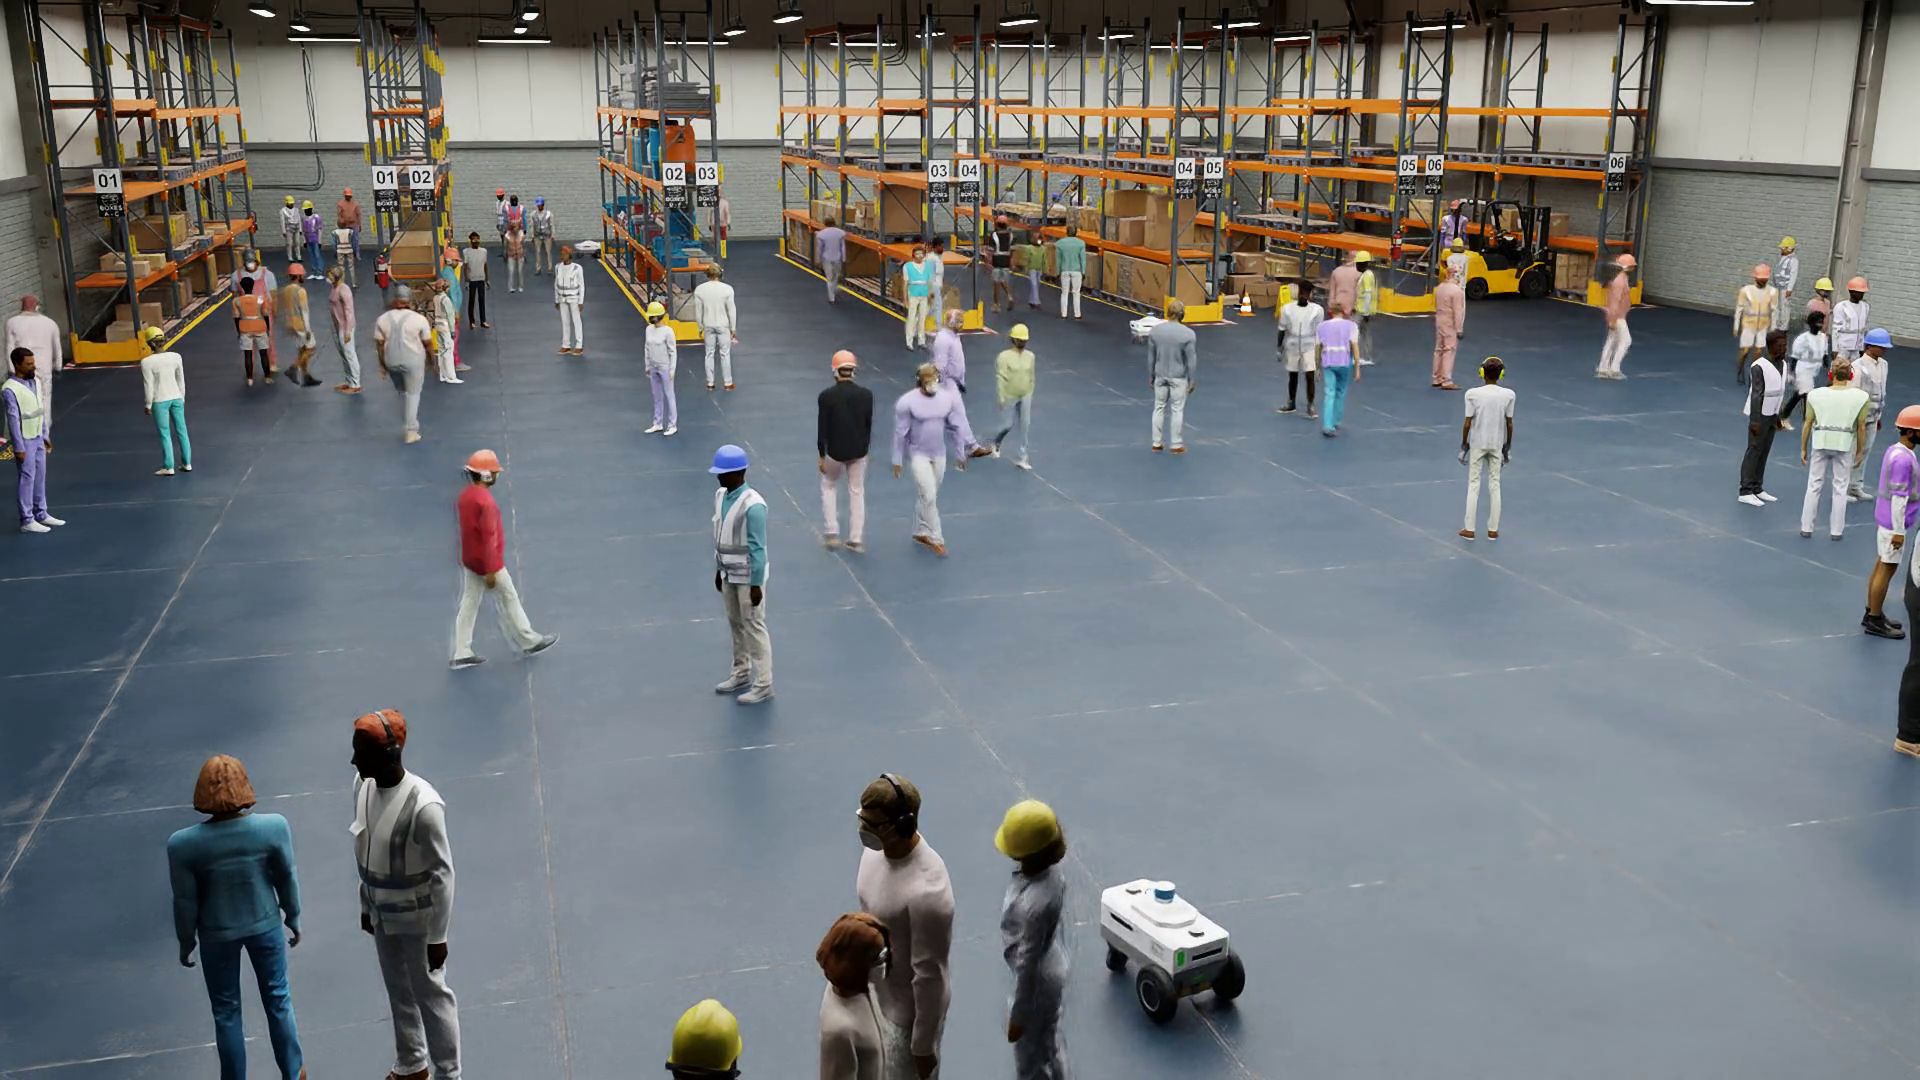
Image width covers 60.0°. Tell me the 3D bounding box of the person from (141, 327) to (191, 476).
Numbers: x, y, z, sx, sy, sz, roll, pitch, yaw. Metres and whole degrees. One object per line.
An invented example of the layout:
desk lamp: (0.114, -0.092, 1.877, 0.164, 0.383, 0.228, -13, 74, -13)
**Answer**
person: (-9.395, -1.639, 19.647, 0.322, 1.761, 0.522, 8, 17, 29)

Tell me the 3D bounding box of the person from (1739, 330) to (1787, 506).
person: (8.832, -1.352, 18.260, 0.593, 1.920, 0.391, -12, 19, -39)

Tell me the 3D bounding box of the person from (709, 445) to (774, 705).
person: (-1.622, 0.247, 12.215, 0.424, 1.940, 0.612, -11, 18, -35)

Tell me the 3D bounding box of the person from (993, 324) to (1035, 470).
person: (0.657, -1.746, 20.052, 0.536, 1.750, 0.603, -7, 17, -26)

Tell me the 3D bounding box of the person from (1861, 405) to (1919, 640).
person: (7.749, -0.157, 13.724, 0.356, 1.936, 0.551, 7, 16, 24)

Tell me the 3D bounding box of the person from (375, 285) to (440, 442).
person: (-7.179, -2.344, 21.757, 0.701, 2.000, 0.917, 3, 15, 10)

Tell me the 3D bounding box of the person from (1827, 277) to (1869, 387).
person: (12.502, -2.723, 23.382, 0.551, 1.937, 0.357, -4, 16, -16)

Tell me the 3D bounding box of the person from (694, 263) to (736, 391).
person: (-3.695, -3.219, 25.244, 0.627, 1.941, 0.371, 2, 15, 7)

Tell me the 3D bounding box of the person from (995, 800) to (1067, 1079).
person: (0.314, 1.802, 6.816, 0.307, 1.706, 0.654, 2, 15, 9)

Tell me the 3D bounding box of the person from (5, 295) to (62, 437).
person: (-12.099, -2.256, 21.779, 0.674, 1.858, 0.602, -11, 18, -34)

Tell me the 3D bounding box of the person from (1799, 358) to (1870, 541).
person: (8.760, -0.899, 16.720, 0.561, 1.837, 0.388, 8, 17, 28)

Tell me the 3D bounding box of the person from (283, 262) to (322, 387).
person: (-10.164, -3.284, 25.522, 0.560, 1.923, 0.547, 11, 19, 36)

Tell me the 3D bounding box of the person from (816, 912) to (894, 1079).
person: (-0.374, 2.073, 5.919, 0.285, 1.631, 0.502, 1, 15, 4)

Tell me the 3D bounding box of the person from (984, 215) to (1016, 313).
person: (0.854, -5.693, 34.400, 0.655, 2.016, 0.545, -8, 17, -29)

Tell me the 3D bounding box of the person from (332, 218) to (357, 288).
person: (-14.422, -6.724, 39.002, 0.514, 1.645, 0.308, -7, 16, -24)

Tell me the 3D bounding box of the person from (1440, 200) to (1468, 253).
person: (11.589, -6.949, 39.081, 0.608, 2.044, 0.370, 1, 15, 5)

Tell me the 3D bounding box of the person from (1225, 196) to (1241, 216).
person: (7.827, -9.034, 47.712, 0.509, 1.632, 0.268, -5, 16, -19)

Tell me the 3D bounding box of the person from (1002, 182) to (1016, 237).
person: (1.600, -10.648, 53.587, 0.491, 1.747, 0.321, 8, 17, 29)

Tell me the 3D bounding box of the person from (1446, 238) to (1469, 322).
person: (9.581, -4.960, 32.170, 0.483, 1.745, 0.306, -6, 16, -20)

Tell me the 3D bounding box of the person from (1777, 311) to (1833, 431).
person: (11.242, -2.200, 21.966, 0.545, 1.637, 0.906, -8, 17, -28)

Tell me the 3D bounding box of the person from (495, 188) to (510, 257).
person: (-12.803, -8.878, 46.570, 0.550, 1.930, 0.398, 12, 19, 39)

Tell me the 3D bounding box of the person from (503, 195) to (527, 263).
person: (-12.036, -8.420, 45.031, 0.619, 1.836, 0.430, -4, 15, -14)

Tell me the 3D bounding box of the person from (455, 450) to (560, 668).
person: (-3.646, 0.129, 13.071, 0.871, 1.704, 0.598, -12, 19, -38)

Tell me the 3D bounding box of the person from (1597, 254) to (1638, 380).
person: (10.452, -3.519, 26.285, 0.623, 1.976, 0.642, 6, 16, 22)

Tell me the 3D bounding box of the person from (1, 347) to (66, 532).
person: (-9.573, -1.028, 17.069, 0.392, 1.911, 0.584, -1, 15, -3)

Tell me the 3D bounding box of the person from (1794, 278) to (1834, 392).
person: (12.813, -3.033, 24.878, 0.532, 1.767, 0.328, -10, 18, -32)

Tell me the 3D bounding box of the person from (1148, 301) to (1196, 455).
person: (2.645, -2.018, 20.759, 0.638, 1.928, 0.386, 8, 17, 28)

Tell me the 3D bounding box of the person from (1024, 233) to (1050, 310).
person: (1.651, -5.652, 35.034, 0.521, 1.587, 0.841, -7, 17, -26)

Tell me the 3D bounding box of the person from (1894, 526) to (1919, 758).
person: (6.678, 0.455, 11.225, 0.536, 2.000, 0.684, 11, 19, 36)

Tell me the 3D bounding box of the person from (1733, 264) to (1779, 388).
person: (12.189, -3.268, 25.472, 0.577, 1.913, 0.443, 4, 15, 13)

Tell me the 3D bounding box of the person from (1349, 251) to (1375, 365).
person: (6.617, -3.854, 27.695, 0.676, 1.902, 0.601, 4, 16, 16)

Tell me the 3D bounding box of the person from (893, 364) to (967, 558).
person: (-0.261, -0.781, 16.154, 0.729, 1.886, 0.825, -9, 17, -30)

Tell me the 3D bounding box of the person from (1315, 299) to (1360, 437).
person: (4.992, -2.272, 22.027, 0.604, 1.797, 0.945, 4, 15, 15)

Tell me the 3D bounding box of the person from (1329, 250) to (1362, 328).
person: (6.548, -3.982, 28.247, 0.588, 1.874, 0.704, -14, 20, -43)

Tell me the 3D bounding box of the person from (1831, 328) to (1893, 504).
person: (9.929, -1.361, 18.266, 0.601, 1.939, 0.409, -9, 17, -31)

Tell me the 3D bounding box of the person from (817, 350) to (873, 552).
person: (-1.145, -0.877, 16.385, 0.619, 1.959, 0.662, -7, 17, -26)
